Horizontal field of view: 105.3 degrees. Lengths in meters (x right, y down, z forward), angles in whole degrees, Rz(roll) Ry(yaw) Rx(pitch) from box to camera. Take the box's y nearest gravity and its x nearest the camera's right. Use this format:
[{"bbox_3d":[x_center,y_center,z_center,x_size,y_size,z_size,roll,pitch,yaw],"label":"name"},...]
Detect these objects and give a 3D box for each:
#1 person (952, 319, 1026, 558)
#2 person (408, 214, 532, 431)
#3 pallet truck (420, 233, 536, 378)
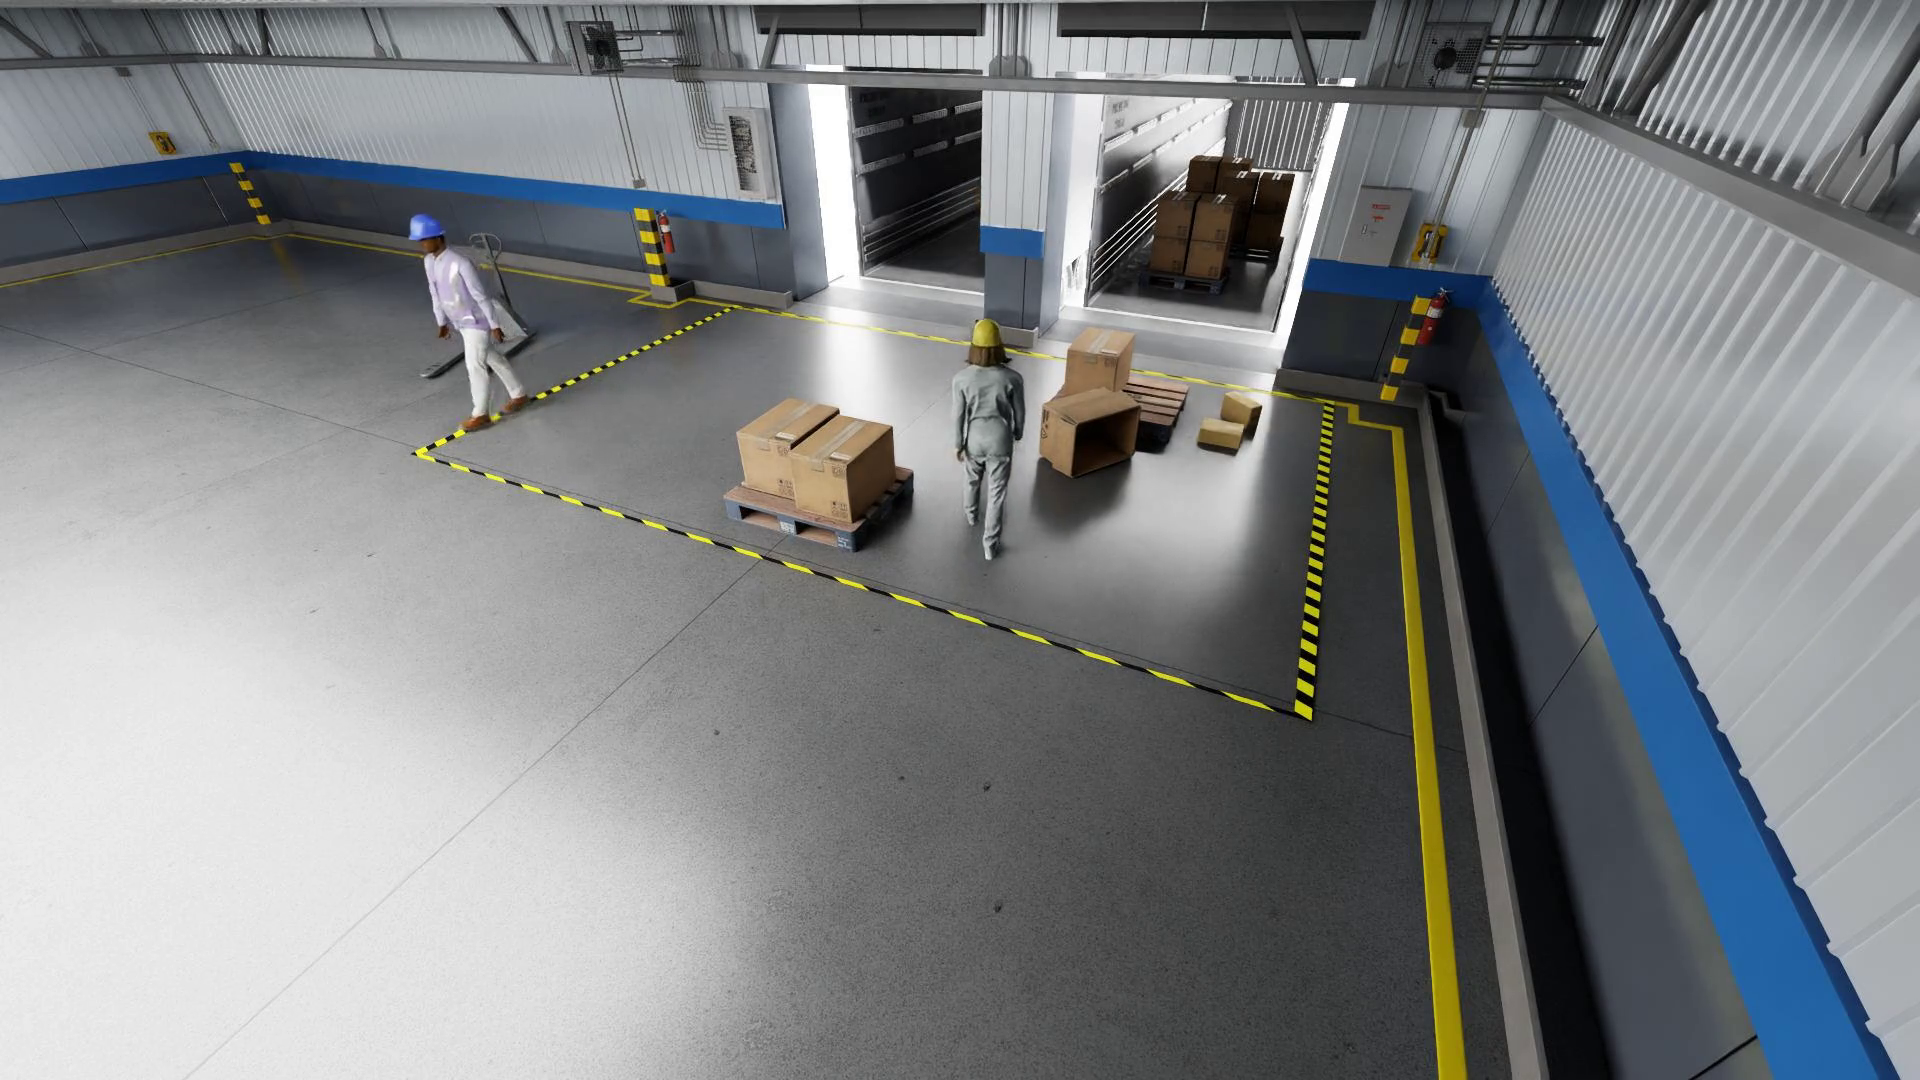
[{"bbox_3d":[0.210,-0.743,5.256,0.502,1.712,0.710,4,36,6],"label":"person"},{"bbox_3d":[-4.684,-1.998,6.835,0.632,1.915,0.806,18,39,24],"label":"person"},{"bbox_3d":[-5.664,-2.712,8.427,0.680,1.201,1.601,0,35,-1],"label":"pallet truck"}]
